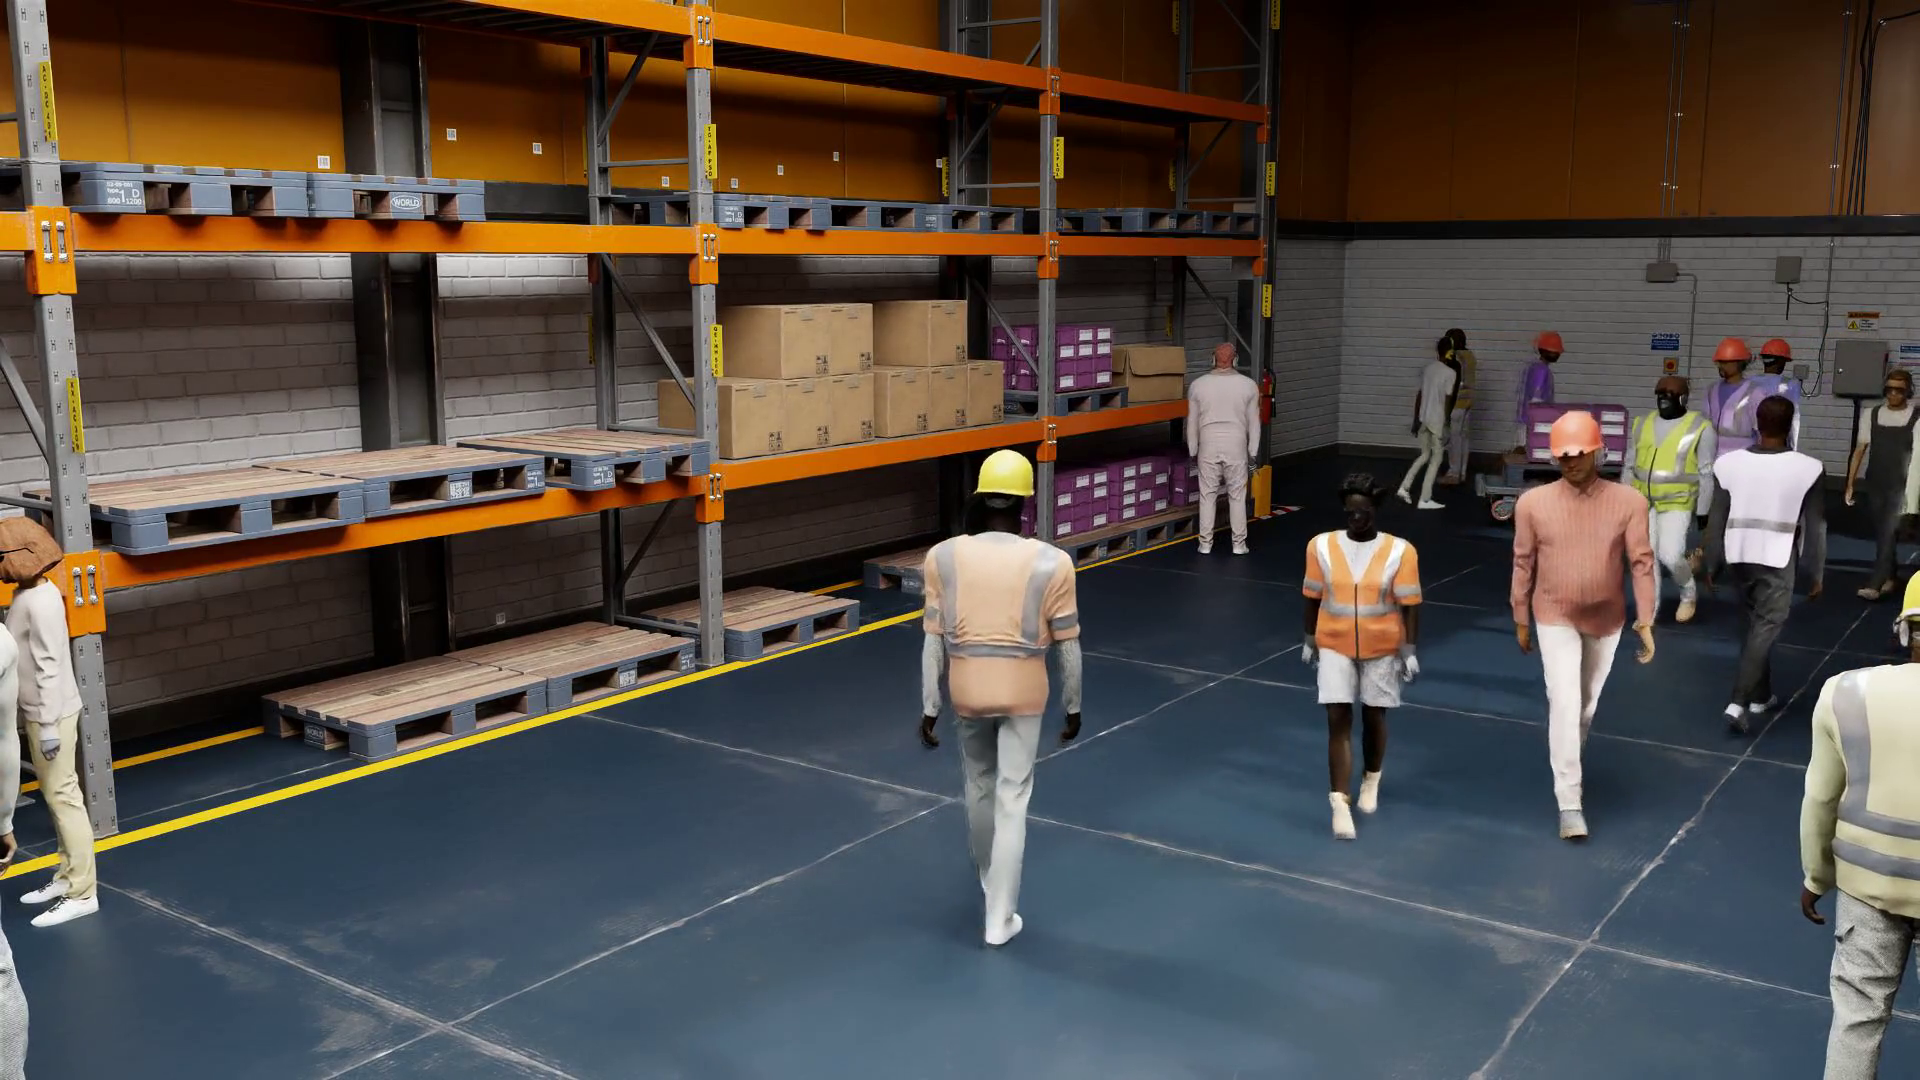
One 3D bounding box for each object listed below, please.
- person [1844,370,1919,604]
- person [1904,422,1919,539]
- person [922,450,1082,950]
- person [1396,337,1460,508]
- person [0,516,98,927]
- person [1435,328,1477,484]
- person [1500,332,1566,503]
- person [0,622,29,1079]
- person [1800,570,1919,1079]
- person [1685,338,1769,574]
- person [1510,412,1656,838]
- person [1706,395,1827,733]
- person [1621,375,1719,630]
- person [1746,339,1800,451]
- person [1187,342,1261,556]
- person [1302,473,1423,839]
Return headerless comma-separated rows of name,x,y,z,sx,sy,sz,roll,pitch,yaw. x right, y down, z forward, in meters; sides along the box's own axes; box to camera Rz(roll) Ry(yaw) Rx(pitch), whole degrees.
person,7.175,-0.420,12.880,0.959,1.793,0.529,-9,13,-42
person,6.648,-0.191,10.994,0.833,1.961,0.612,-8,12,-39
person,0.192,0.585,6.593,0.611,1.889,0.892,2,10,14
person,4.974,-1.229,17.573,0.536,1.837,0.545,-4,10,-22
person,-3.659,0.712,6.637,0.277,1.628,0.501,-6,11,-34
person,5.836,-1.571,19.612,0.430,1.836,0.624,7,12,36
person,6.253,-1.295,17.877,1.057,1.868,0.581,2,10,12
person,-2.955,0.878,4.716,0.372,1.940,0.631,4,10,21
person,2.652,0.952,4.594,0.603,1.828,0.404,7,12,36
person,6.488,-0.708,14.046,1.078,1.989,0.622,-3,10,-18
person,2.922,0.356,7.862,0.614,1.935,1.083,2,10,10
person,4.532,0.120,9.389,0.596,1.882,0.975,9,13,43
person,5.007,-0.259,11.817,0.477,1.828,0.629,-7,12,-37
person,7.285,-0.845,15.005,0.374,1.929,0.542,-9,13,-42
person,2.349,-0.805,14.837,0.651,1.904,0.403,2,10,11
person,1.851,0.518,7.718,0.557,1.651,0.705,3,10,16
